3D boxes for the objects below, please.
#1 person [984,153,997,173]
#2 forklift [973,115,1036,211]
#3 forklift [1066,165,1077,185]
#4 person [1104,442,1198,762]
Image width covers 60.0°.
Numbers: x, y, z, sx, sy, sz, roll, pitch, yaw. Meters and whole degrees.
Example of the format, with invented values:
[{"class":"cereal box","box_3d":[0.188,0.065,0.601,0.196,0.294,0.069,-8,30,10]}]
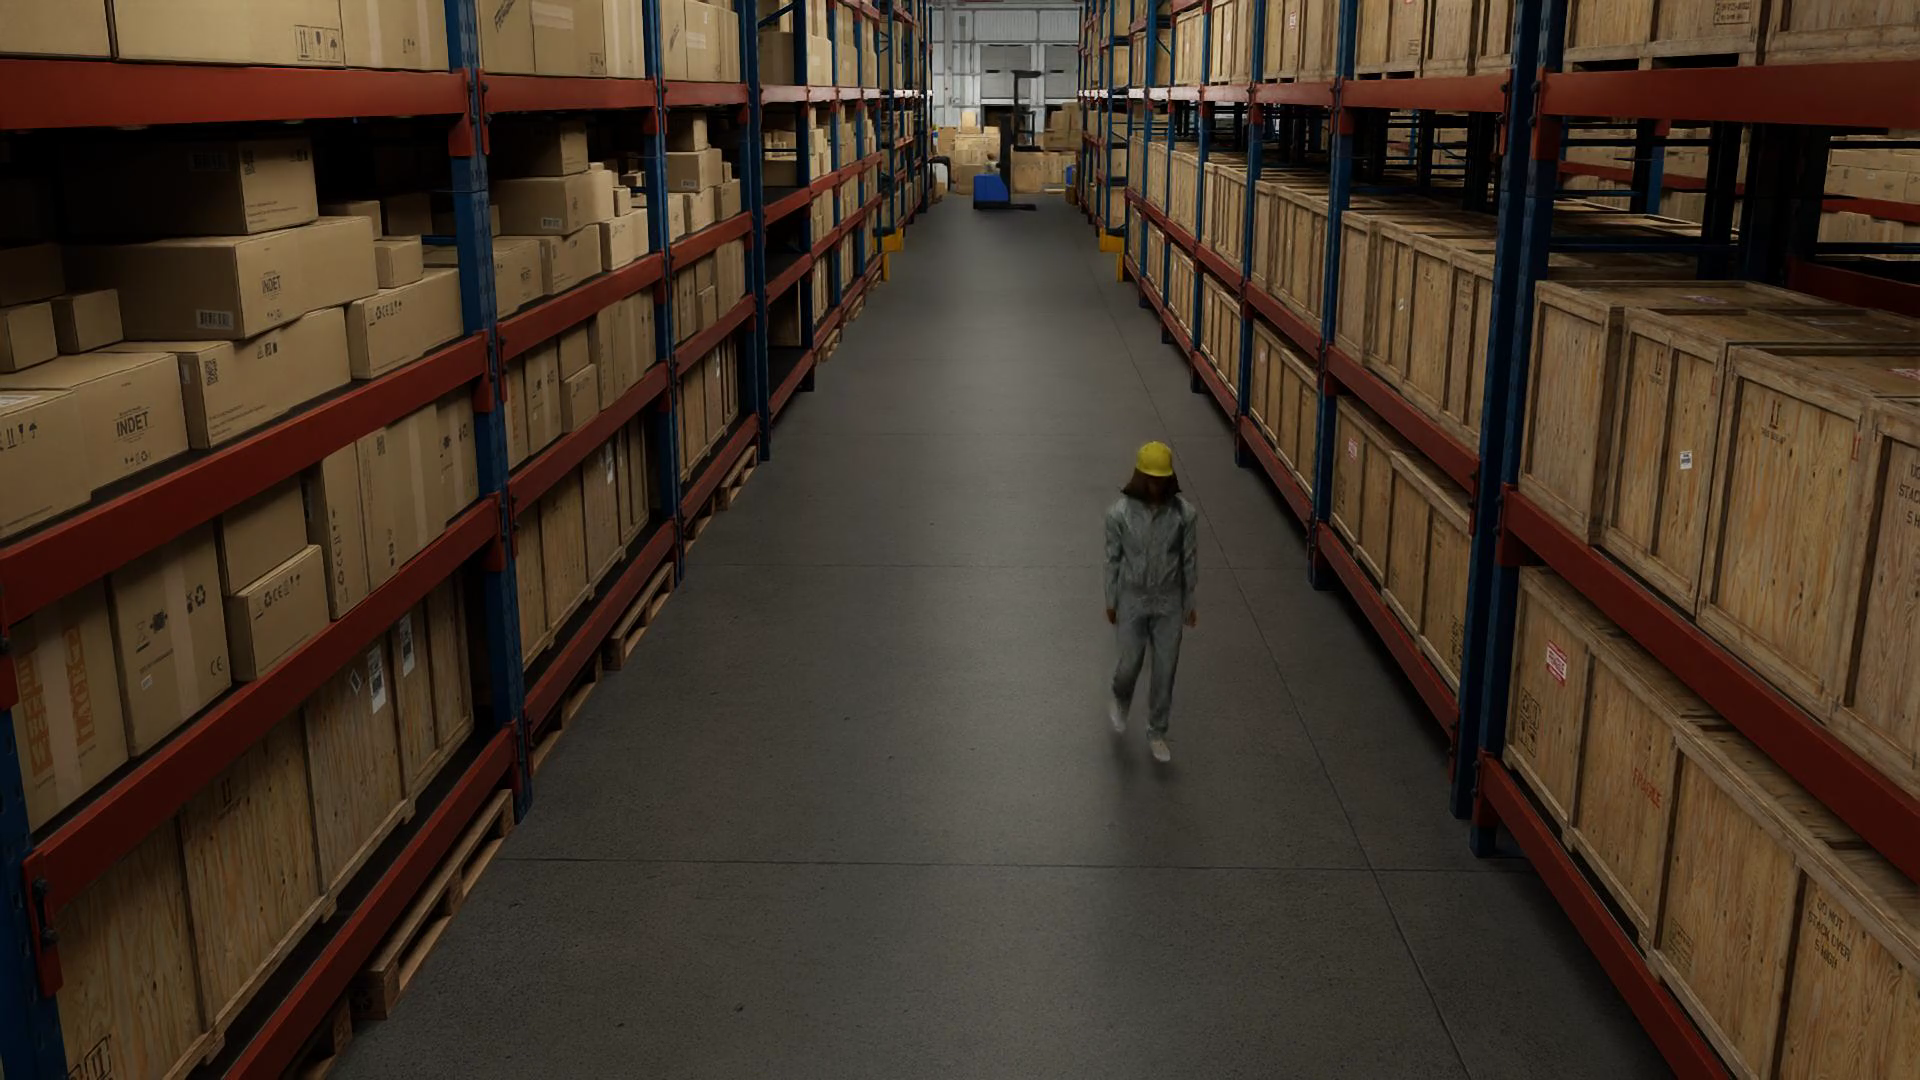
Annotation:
[{"class":"person","box_3d":[1.024,-11.559,53.185,0.526,1.627,0.459,-13,20,-40]},{"class":"forklift","box_3d":[1.337,-11.347,50.011,1.873,2.768,1.129,0,15,1]},{"class":"forklift","box_3d":[4.587,-12.917,55.851,1.873,2.768,1.129,-8,17,-27]},{"class":"person","box_3d":[1.005,0.314,8.815,0.490,1.731,0.423,-1,15,-4]}]
